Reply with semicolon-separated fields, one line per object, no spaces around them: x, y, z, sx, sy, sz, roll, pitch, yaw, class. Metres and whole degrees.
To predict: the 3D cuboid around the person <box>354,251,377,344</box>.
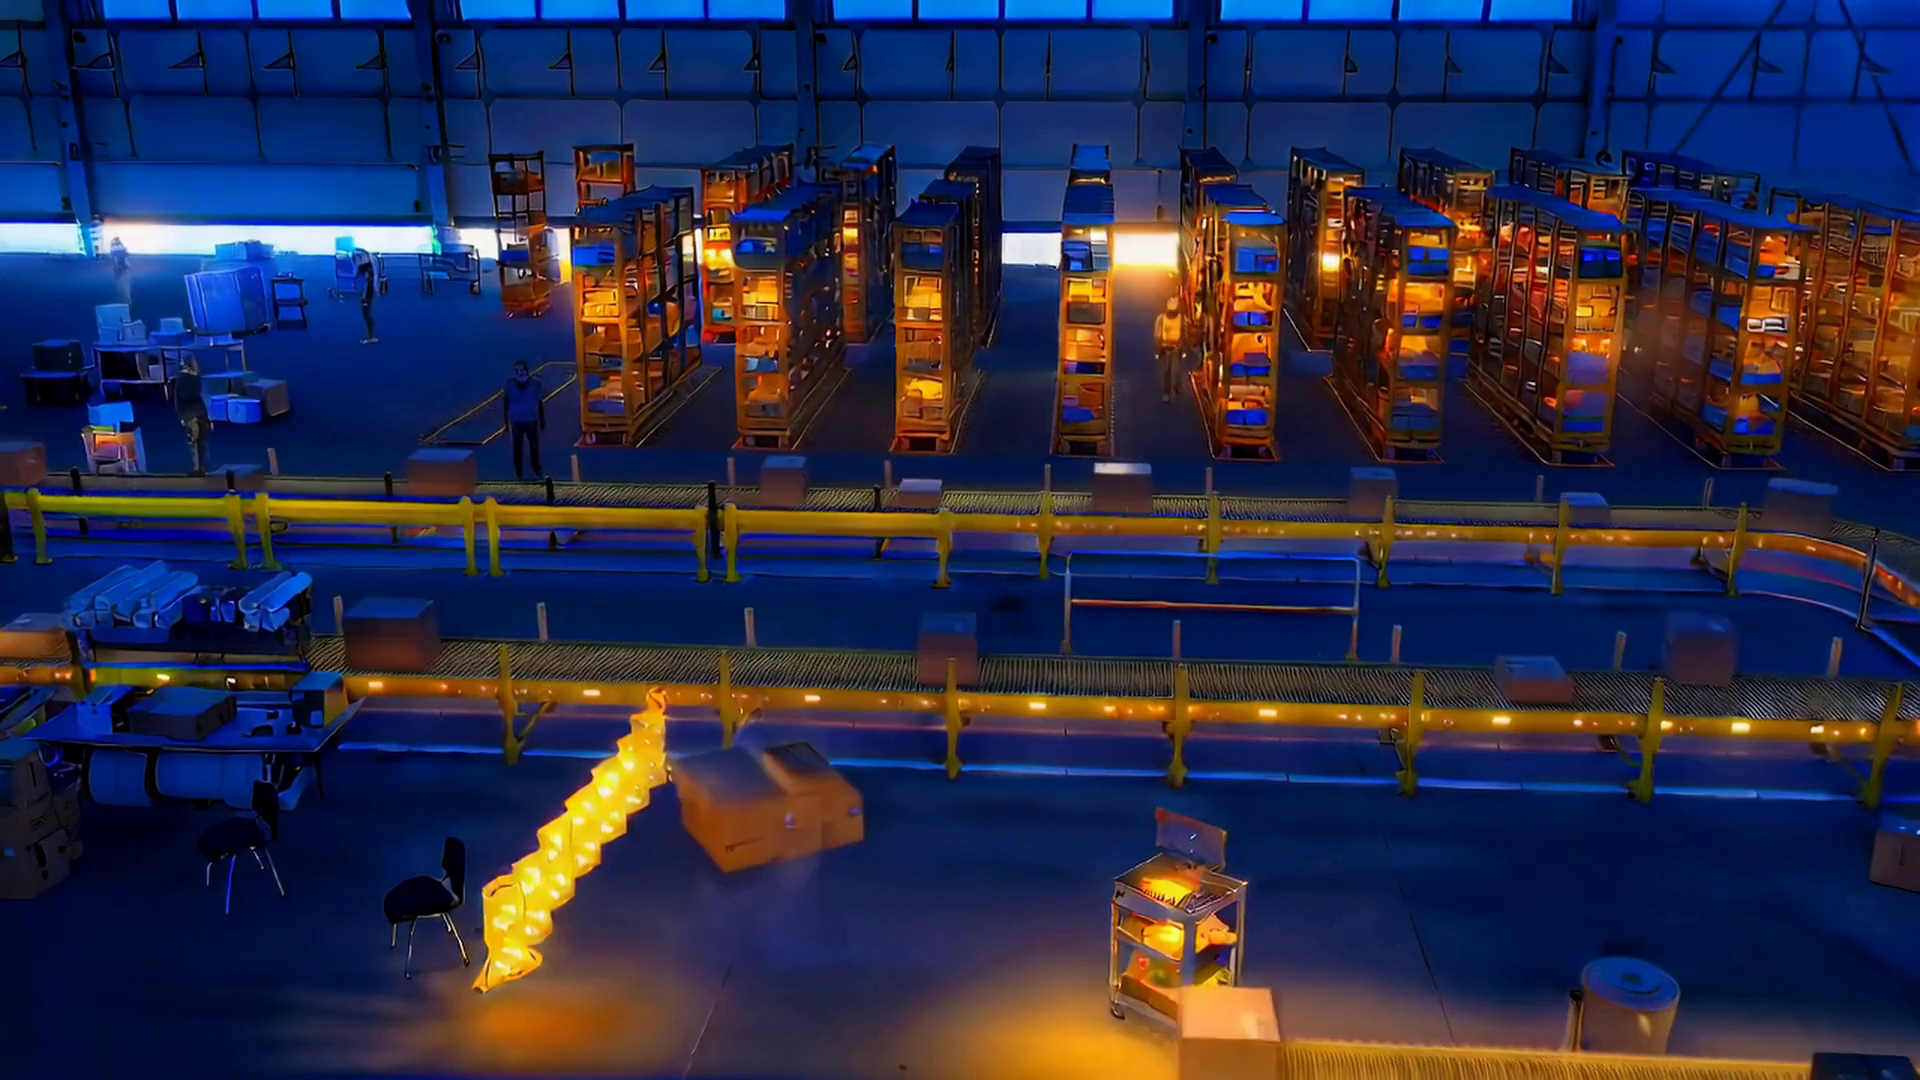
-12.285;-5.011;34.340;0.410;1.909;0.643;-3;18;-11;person

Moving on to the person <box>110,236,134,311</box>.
-19.210;-6.108;38.109;0.594;1.718;0.496;11;21;32;person

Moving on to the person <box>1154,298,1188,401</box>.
3.707;-3.389;29.340;0.596;1.817;0.641;1;18;3;person

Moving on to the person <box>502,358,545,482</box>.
-6.279;-1.716;23.981;0.563;1.847;0.389;-5;18;-16;person

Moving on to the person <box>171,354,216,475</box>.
-11.148;-1.809;24.300;0.594;1.832;0.403;5;18;14;person
